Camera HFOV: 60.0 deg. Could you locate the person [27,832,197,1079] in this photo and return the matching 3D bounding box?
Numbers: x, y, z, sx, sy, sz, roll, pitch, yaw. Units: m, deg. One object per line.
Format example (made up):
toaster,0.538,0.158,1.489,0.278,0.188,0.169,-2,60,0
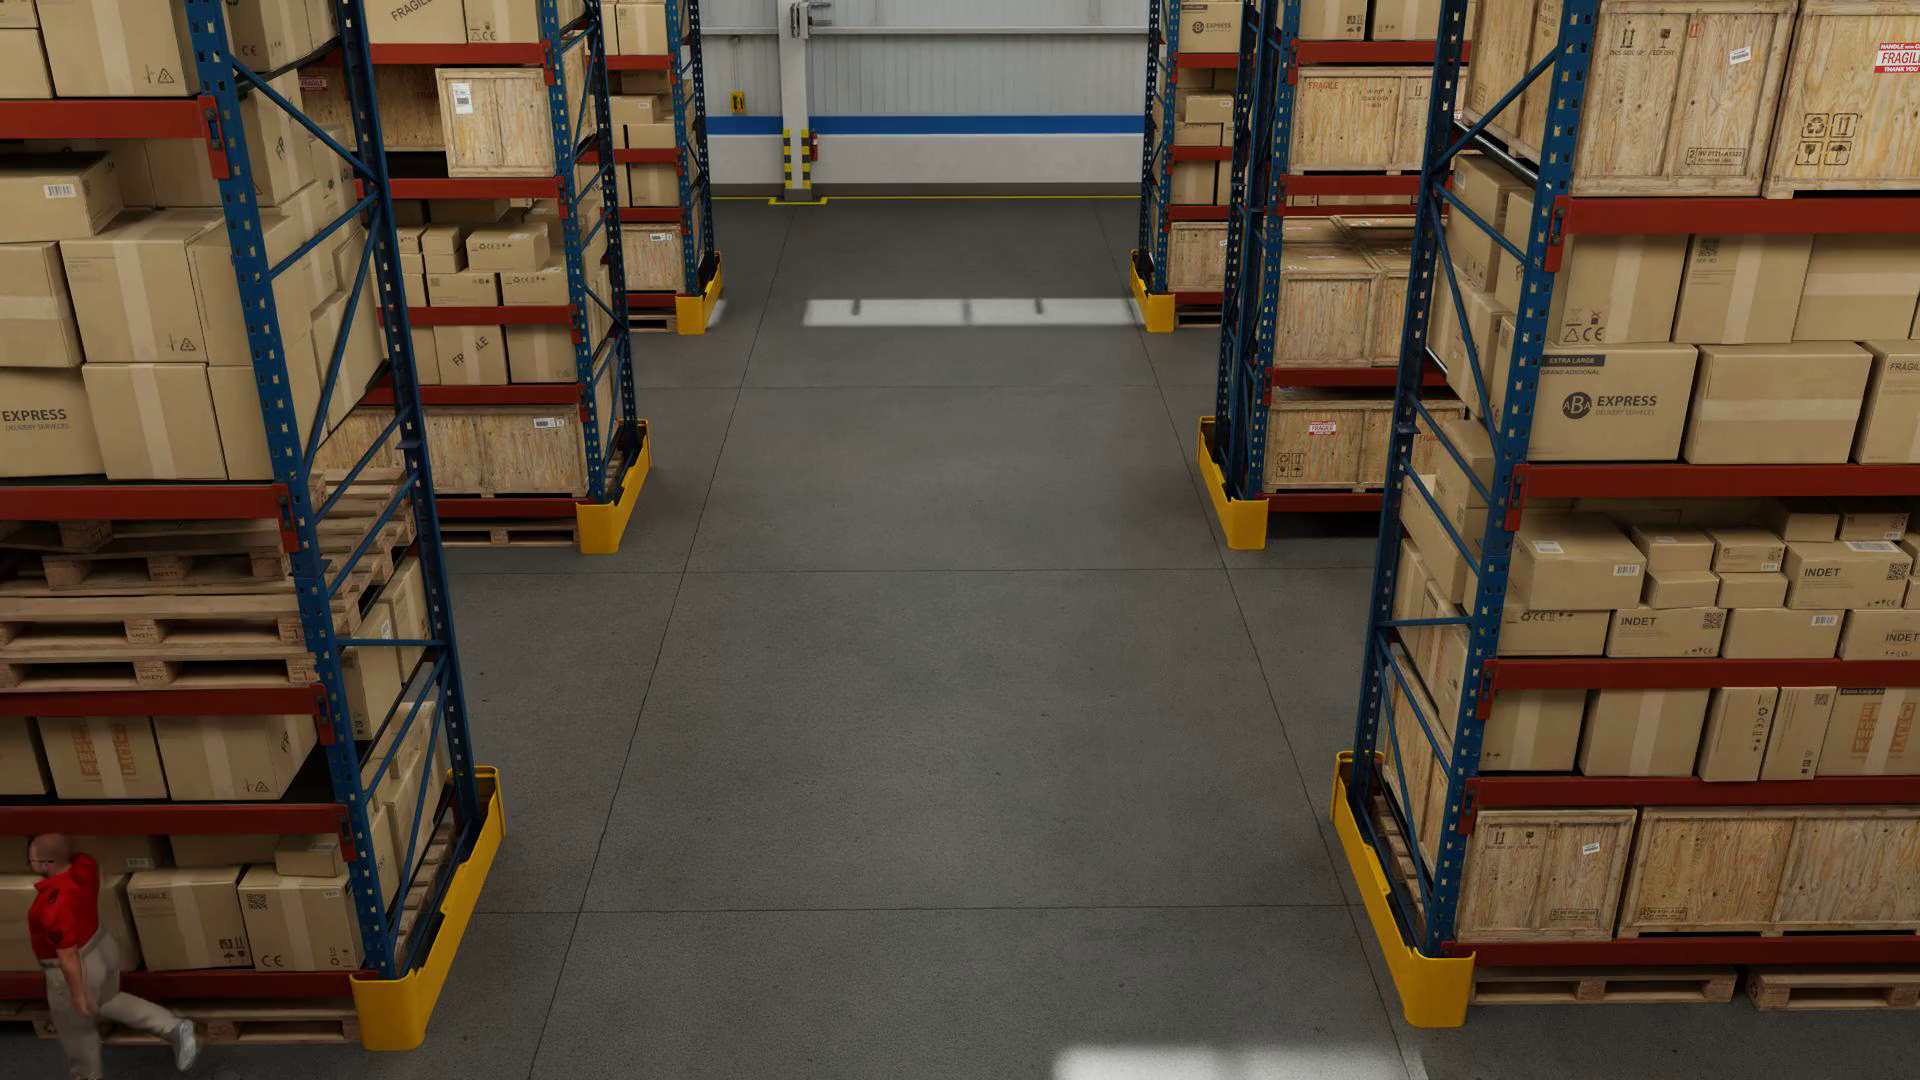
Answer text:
person,-4.708,2.296,9.001,0.782,1.715,0.532,-1,25,-1
